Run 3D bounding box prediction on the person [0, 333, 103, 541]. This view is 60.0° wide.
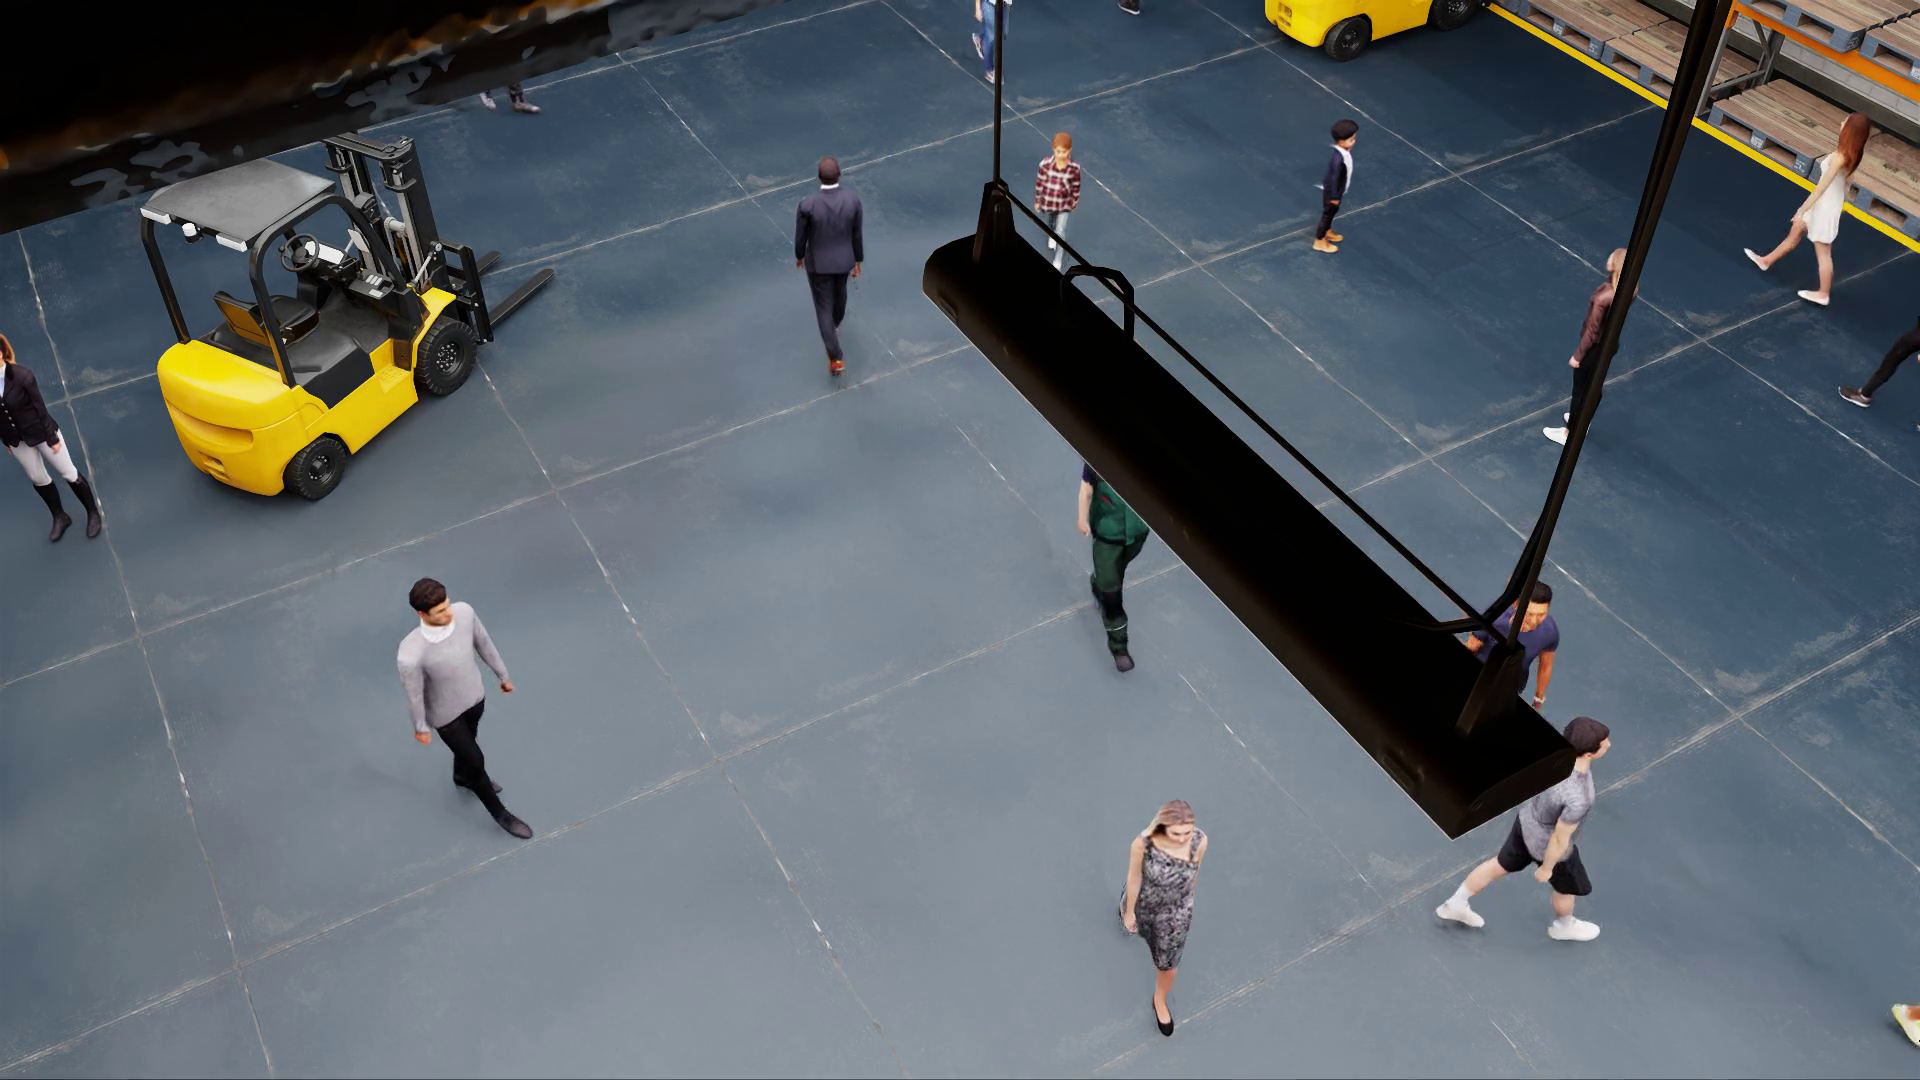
[{"bbox_3d":[-6.479,-0.719,11.635,0.635,1.730,0.665,-3,44,-3],"label":"person"}]

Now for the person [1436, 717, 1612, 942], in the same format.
[{"bbox_3d":[3.117,1.602,9.122,1.142,1.836,1.205,3,44,3],"label":"person"}]

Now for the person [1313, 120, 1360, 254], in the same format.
[{"bbox_3d":[3.271,-3.098,14.501,0.615,1.221,0.576,18,46,18],"label":"person"}]

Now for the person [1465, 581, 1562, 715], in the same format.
[{"bbox_3d":[3.226,0.789,10.028,0.886,1.764,0.944,4,44,5],"label":"person"}]

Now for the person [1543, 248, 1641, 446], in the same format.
[{"bbox_3d":[4.763,-1.434,12.404,0.631,1.705,0.548,-29,51,-27],"label":"person"}]

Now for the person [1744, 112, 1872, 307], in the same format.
[{"bbox_3d":[7.246,-2.701,13.760,0.758,1.670,1.131,-33,53,-30],"label":"person"}]

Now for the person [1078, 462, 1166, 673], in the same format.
[{"bbox_3d":[1.025,-0.132,10.932,0.868,1.851,1.233,-13,45,-13],"label":"person"}]

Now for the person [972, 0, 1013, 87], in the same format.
[{"bbox_3d":[0.277,-5.431,16.607,0.699,1.695,0.907,-27,50,-26],"label":"person"}]

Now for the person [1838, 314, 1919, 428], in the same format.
[{"bbox_3d":[7.397,-1.504,12.550,0.750,1.605,1.141,-32,52,-29],"label":"person"}]

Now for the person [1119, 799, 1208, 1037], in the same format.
[{"bbox_3d":[1.049,1.867,8.962,0.917,1.674,1.161,-1,44,-1],"label":"person"}]

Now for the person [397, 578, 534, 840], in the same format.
[{"bbox_3d":[-3.049,0.915,9.802,1.156,1.894,1.053,19,47,19],"label":"person"}]

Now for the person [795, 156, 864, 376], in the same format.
[{"bbox_3d":[-1.014,-2.149,13.079,0.818,1.809,1.213,-14,45,-14],"label":"person"}]

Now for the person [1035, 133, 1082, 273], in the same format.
[{"bbox_3d":[0.833,-2.933,14.280,0.842,1.288,0.916,8,44,8],"label":"person"}]
